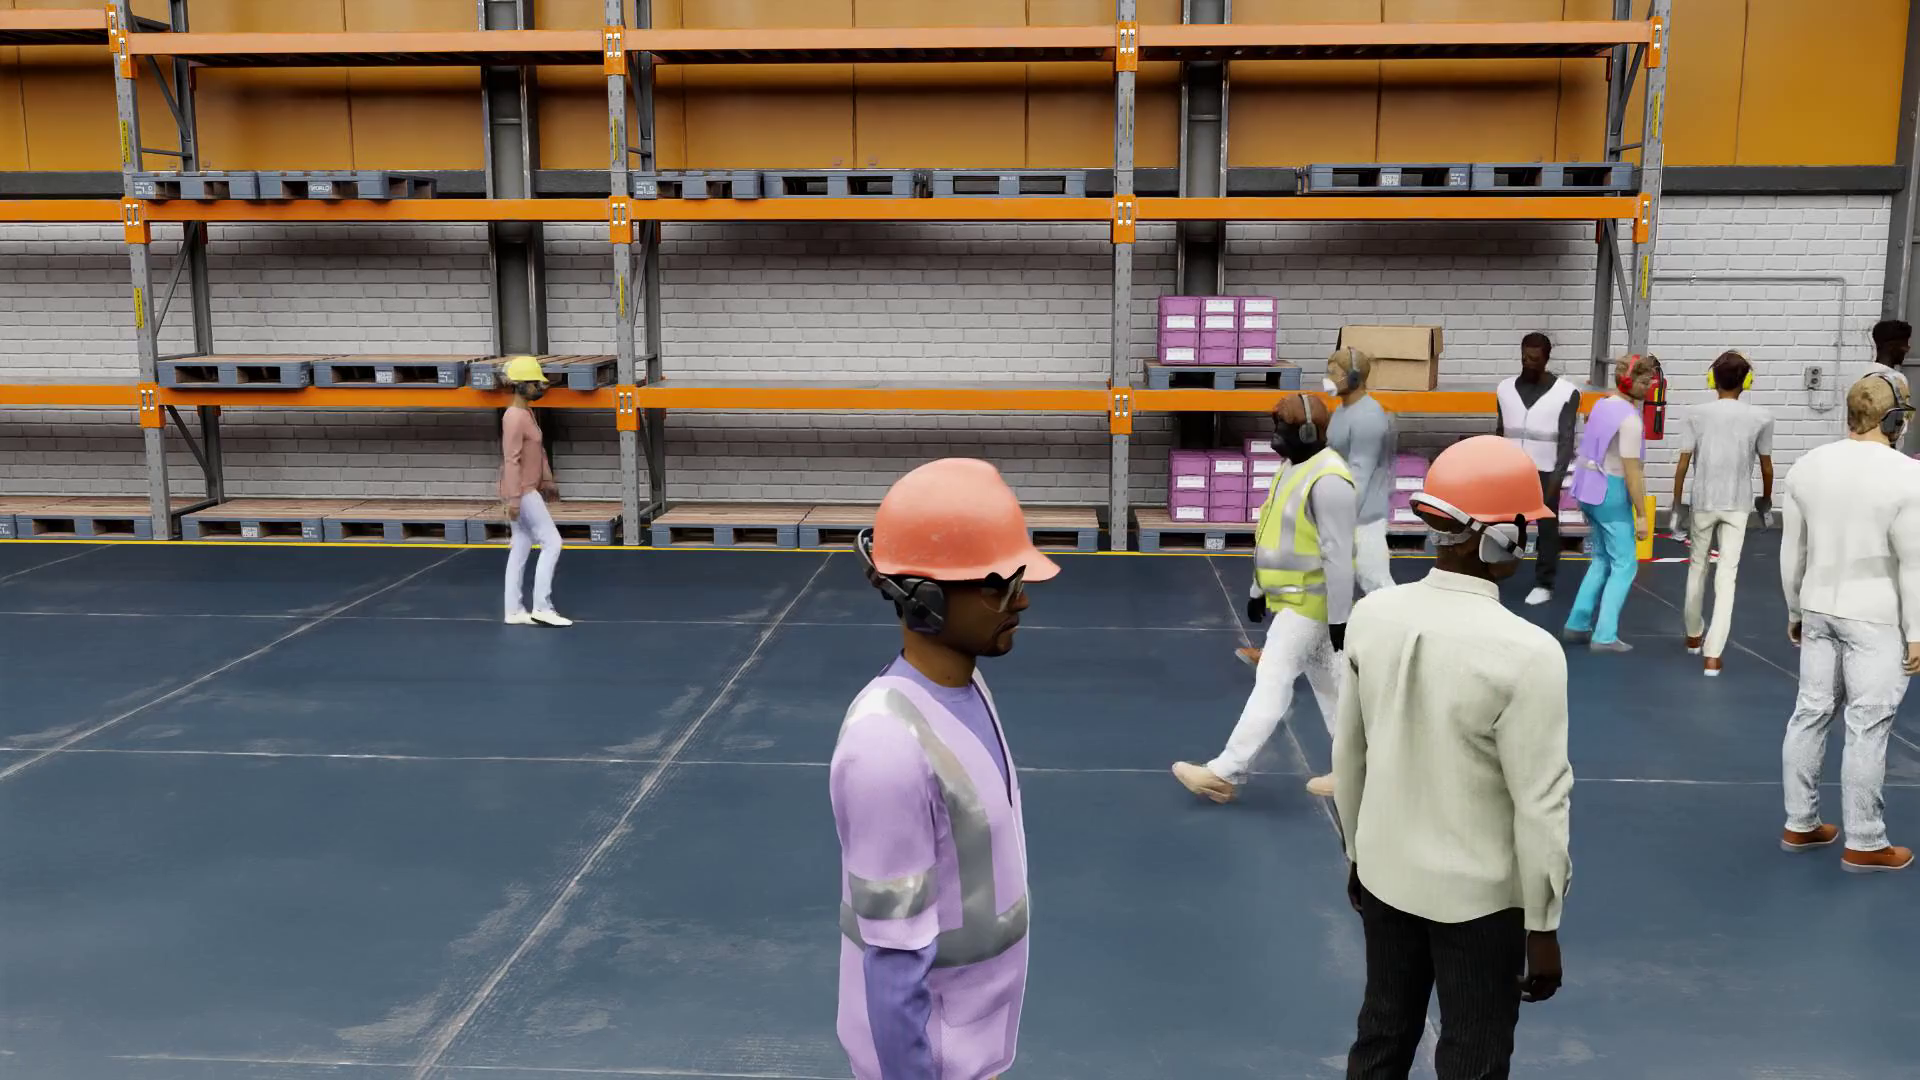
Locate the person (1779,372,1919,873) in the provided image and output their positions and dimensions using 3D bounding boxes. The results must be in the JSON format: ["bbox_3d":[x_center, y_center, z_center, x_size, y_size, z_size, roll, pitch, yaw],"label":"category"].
[{"bbox_3d":[3.498,0.323,6.487,0.401,1.942,0.633,-4,11,-24],"label":"person"}]

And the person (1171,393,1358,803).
[{"bbox_3d":[1.403,0.261,7.235,0.956,1.790,0.657,0,10,-2],"label":"person"}]

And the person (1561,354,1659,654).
[{"bbox_3d":[3.874,-0.200,9.924,0.425,1.812,0.580,0,10,1],"label":"person"}]

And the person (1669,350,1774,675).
[{"bbox_3d":[4.456,-0.177,9.706,0.514,1.830,0.913,5,11,29],"label":"person"}]

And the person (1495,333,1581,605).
[{"bbox_3d":[3.791,-0.441,11.133,0.593,1.861,0.990,8,13,40],"label":"person"}]

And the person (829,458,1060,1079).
[{"bbox_3d":[-0.019,0.872,2.927,0.375,2.044,0.605,2,10,9],"label":"person"}]

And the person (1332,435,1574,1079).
[{"bbox_3d":[1.107,0.758,3.734,0.396,1.992,0.619,-6,11,-30],"label":"person"}]

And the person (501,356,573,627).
[{"bbox_3d":[-2.709,-0.301,10.664,0.526,1.752,0.533,-2,10,-11],"label":"person"}]

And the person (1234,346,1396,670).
[{"bbox_3d":[2.052,-0.107,9.100,1.000,1.885,0.658,0,10,-2],"label":"person"}]

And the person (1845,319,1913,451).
[{"bbox_3d":[6.580,-0.580,11.721,0.815,1.935,0.621,0,10,-3],"label":"person"}]
